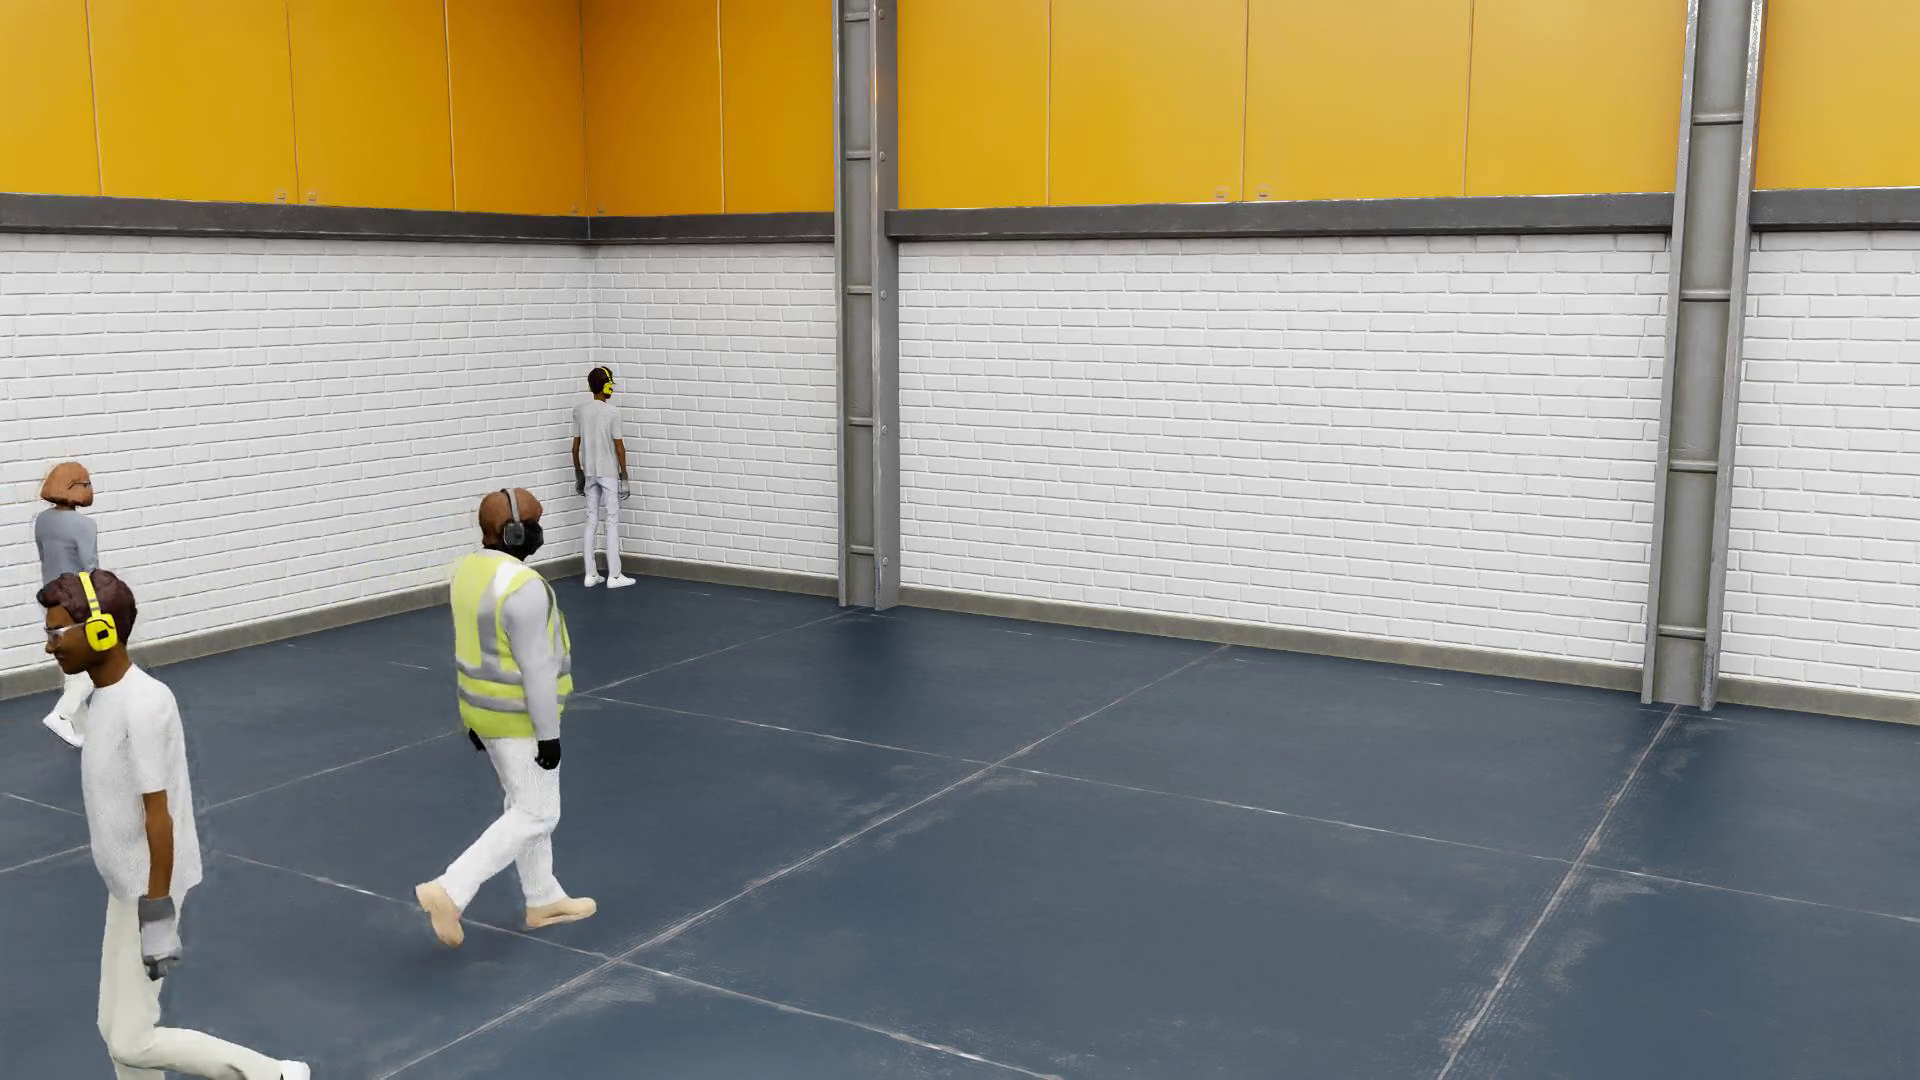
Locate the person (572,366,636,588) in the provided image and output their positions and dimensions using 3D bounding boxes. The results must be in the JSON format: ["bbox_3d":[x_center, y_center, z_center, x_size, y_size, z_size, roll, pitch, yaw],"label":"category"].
[{"bbox_3d":[-3.025,-0.527,14.049,0.535,1.868,0.309,4,10,22],"label":"person"}]

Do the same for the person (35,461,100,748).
[{"bbox_3d":[-4.917,0.375,9.192,0.504,1.623,0.410,5,10,26],"label":"person"}]

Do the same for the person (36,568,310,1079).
[{"bbox_3d":[-2.242,0.985,4.680,0.562,1.842,0.545,-7,12,-38],"label":"person"}]

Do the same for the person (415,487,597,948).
[{"bbox_3d":[-1.795,0.701,6.517,0.699,1.826,0.637,-6,11,-35],"label":"person"}]
